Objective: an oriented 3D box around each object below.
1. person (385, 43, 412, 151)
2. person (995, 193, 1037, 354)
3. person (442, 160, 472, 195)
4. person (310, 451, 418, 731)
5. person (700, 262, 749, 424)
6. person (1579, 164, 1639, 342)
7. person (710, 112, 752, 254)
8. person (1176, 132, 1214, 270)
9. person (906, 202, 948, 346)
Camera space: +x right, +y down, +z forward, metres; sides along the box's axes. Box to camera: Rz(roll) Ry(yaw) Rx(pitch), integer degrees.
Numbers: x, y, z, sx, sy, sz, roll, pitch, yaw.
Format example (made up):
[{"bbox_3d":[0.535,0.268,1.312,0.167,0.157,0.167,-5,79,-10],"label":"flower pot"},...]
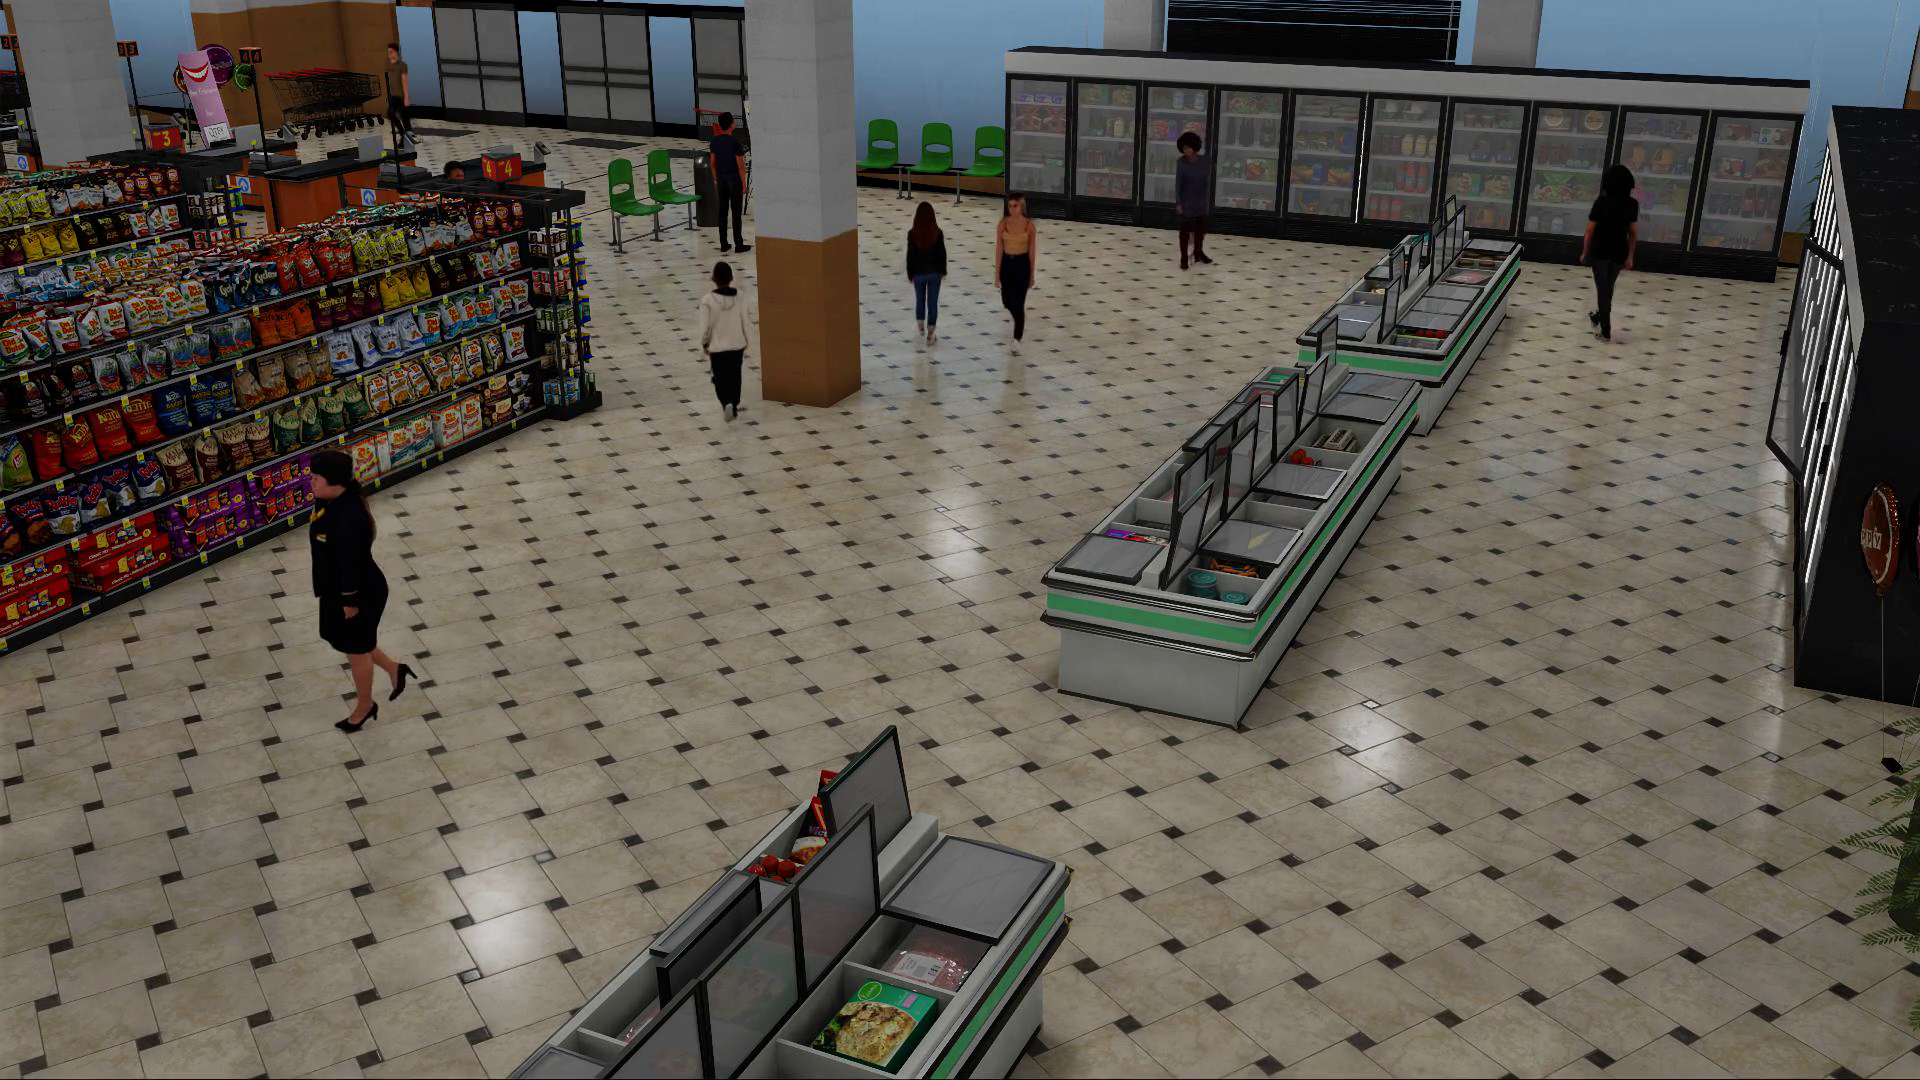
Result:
[{"bbox_3d":[-9.917,-7.892,29.587,0.669,1.847,0.640,11,24,26],"label":"person"},{"bbox_3d":[0.572,-2.782,17.196,0.691,1.604,1.078,5,22,12],"label":"person"},{"bbox_3d":[-5.679,-3.460,18.810,0.890,1.660,0.677,10,24,22],"label":"person"},{"bbox_3d":[-3.396,0.285,9.480,0.928,1.666,0.878,-10,24,-24],"label":"person"},{"bbox_3d":[-2.073,-1.736,14.811,0.854,1.442,0.919,-7,23,-17],"label":"person"},{"bbox_3d":[6.822,-2.976,17.409,0.914,1.805,1.137,0,22,0],"label":"person"},{"bbox_3d":[-2.995,-4.630,21.542,0.645,1.793,0.525,9,24,21],"label":"person"},{"bbox_3d":[2.877,-4.196,20.605,0.869,1.686,0.921,-13,25,-29],"label":"person"},{"bbox_3d":[-0.343,-2.760,17.344,0.779,1.454,0.934,1,22,2],"label":"person"}]
